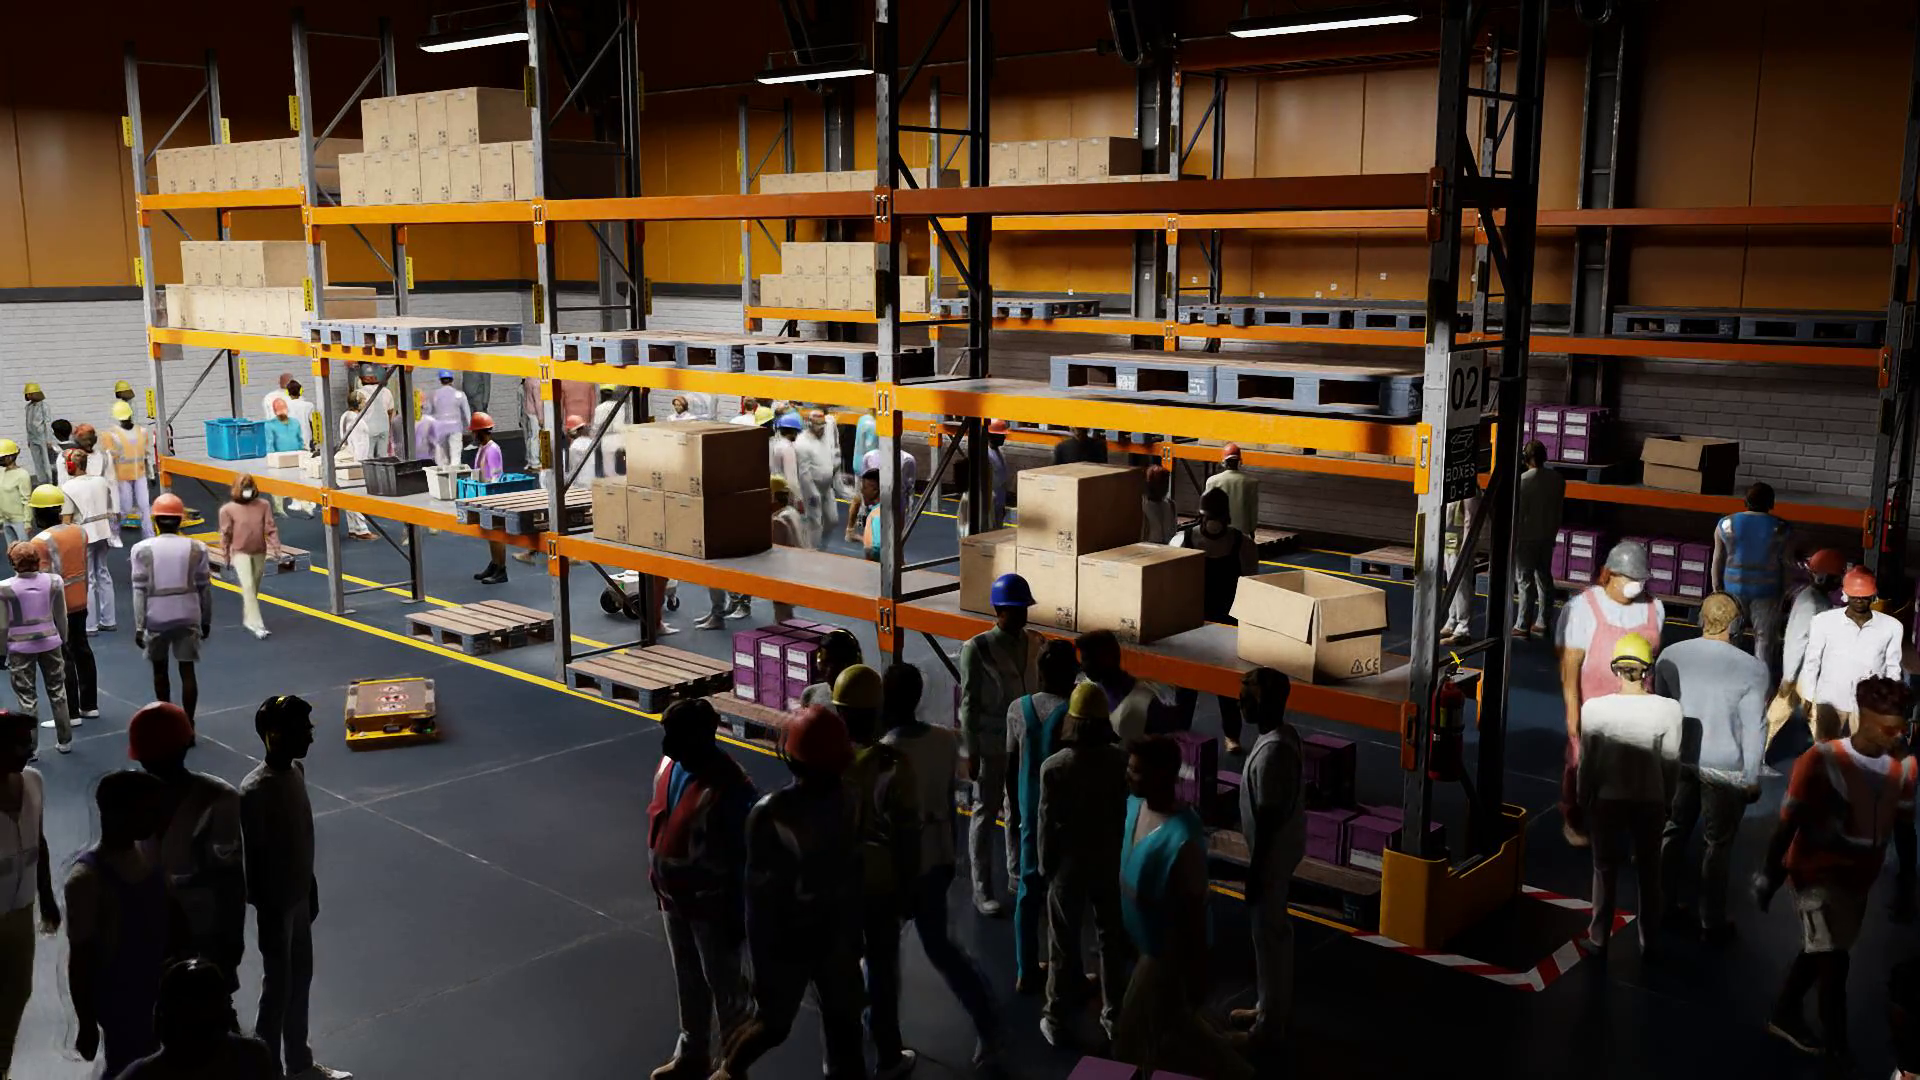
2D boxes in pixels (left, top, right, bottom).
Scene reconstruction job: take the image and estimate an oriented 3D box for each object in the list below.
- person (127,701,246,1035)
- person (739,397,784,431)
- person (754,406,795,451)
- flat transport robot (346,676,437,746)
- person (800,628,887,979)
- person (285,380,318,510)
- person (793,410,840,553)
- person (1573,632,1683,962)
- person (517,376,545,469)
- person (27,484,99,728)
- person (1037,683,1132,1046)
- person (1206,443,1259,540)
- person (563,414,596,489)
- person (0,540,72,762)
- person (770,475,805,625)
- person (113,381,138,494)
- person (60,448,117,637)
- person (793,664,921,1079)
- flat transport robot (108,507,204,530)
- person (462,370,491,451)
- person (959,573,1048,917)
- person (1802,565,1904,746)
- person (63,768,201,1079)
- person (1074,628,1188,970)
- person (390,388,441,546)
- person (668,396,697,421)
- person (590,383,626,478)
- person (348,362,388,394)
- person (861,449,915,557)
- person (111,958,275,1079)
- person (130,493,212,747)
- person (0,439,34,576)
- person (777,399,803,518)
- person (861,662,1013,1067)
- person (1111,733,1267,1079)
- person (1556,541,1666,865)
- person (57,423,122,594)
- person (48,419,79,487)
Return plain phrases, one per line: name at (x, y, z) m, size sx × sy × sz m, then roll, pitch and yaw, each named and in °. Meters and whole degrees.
person at (-3.259, 1.603, 6.956) m, size 0.548 × 1.927 × 0.390 m, roll 0°, pitch 10°, yaw 3°
person at (-2.698, -1.220, 22.587) m, size 0.689 × 2.000 × 0.602 m, roll -6°, pitch 12°, yaw -32°
person at (-2.215, -0.661, 19.825) m, size 0.625 × 1.898 × 0.618 m, roll 0°, pitch 10°, yaw -3°
flat transport robot at (-4.505, 1.326, 13.195) m, size 0.652 × 0.197 × 1.431 m, roll -3°, pitch 11°, yaw -18°
person at (-0.596, 1.359, 8.527) m, size 0.509 × 1.862 × 0.327 m, roll 4°, pitch 11°, yaw 21°
person at (-9.536, -1.363, 23.903) m, size 0.566 × 1.862 × 0.336 m, roll -8°, pitch 13°, yaw -39°
person at (-1.648, -0.574, 19.369) m, size 0.458 × 1.889 × 0.657 m, roll 6°, pitch 12°, yaw 31°
person at (3.517, 1.360, 8.791) m, size 0.523 × 1.763 × 0.329 m, roll 1°, pitch 10°, yaw 7°
person at (-7.250, -2.047, 28.142) m, size 0.492 × 1.731 × 0.324 m, roll 1°, pitch 10°, yaw 4°
person at (-7.073, 0.519, 13.072) m, size 0.371 × 1.929 × 0.585 m, roll 1°, pitch 10°, yaw 8°
person at (0.599, 1.532, 7.907) m, size 0.487 × 1.735 × 0.339 m, roll -2°, pitch 10°, yaw -10°
person at (2.812, -0.137, 17.320) m, size 0.564 × 1.743 × 0.352 m, roll 0°, pitch 10°, yaw 1°
person at (-4.597, -0.683, 20.433) m, size 0.529 × 1.731 × 0.571 m, roll 2°, pitch 10°, yaw 9°
person at (-6.814, 0.811, 12.238) m, size 0.308 × 1.641 × 0.514 m, roll 8°, pitch 13°, yaw 38°
person at (-1.544, 0.352, 14.426) m, size 0.416 × 1.798 × 0.677 m, roll 1°, pitch 10°, yaw 8°
person at (-12.739, -1.573, 25.459) m, size 0.483 × 1.737 × 0.321 m, roll 8°, pitch 13°, yaw 38°
person at (-8.439, 0.028, 16.108) m, size 0.388 × 1.837 × 0.561 m, roll 3°, pitch 10°, yaw 14°
person at (-0.455, 1.505, 7.503) m, size 0.587 × 1.928 × 0.362 m, roll 2°, pitch 10°, yaw 14°
flat transport robot at (-11.010, -0.302, 22.395) m, size 1.431 × 0.197 × 0.652 m, roll 3°, pitch 10°, yaw 15°
person at (-8.956, -2.588, 30.706) m, size 0.644 × 1.907 × 0.408 m, roll 6°, pitch 12°, yaw 30°
person at (0.268, 1.146, 9.466) m, size 0.605 × 1.951 × 0.381 m, roll -7°, pitch 12°, yaw -36°
person at (5.738, 1.023, 10.719) m, size 0.573 × 1.749 × 0.338 m, roll 4°, pitch 11°, yaw 21°
person at (-3.077, 1.762, 6.407) m, size 0.815 × 1.807 × 0.498 m, roll 0°, pitch 10°, yaw -2°
person at (0.912, 1.355, 8.711) m, size 0.758 × 1.800 × 0.406 m, roll 9°, pitch 13°, yaw 40°
person at (-6.938, -0.961, 21.273) m, size 0.624 × 2.005 × 0.898 m, roll -1°, pitch 10°, yaw -4°
person at (-4.005, -1.266, 24.025) m, size 0.515 × 1.629 × 0.309 m, roll 5°, pitch 11°, yaw 26°
person at (-4.963, -1.308, 23.476) m, size 0.428 × 1.898 × 0.617 m, roll 3°, pitch 11°, yaw 17°
person at (-10.551, -2.460, 29.602) m, size 0.687 × 2.000 × 0.538 m, roll -8°, pitch 13°, yaw -36°
person at (-0.770, -0.327, 17.853) m, size 0.584 × 1.930 × 0.370 m, roll 0°, pitch 10°, yaw -1°
person at (-2.186, 2.053, 4.823) m, size 0.987 × 1.785 × 0.512 m, roll 7°, pitch 12°, yaw 36°
person at (-6.032, 0.592, 12.748) m, size 0.559 × 1.892 × 0.861 m, roll -6°, pitch 12°, yaw -31°
person at (-10.016, -0.198, 17.618) m, size 0.524 × 1.761 × 0.339 m, roll 5°, pitch 11°, yaw 28°
person at (-2.243, -1.004, 21.747) m, size 0.399 × 1.908 × 0.643 m, roll -1°, pitch 10°, yaw -4°
person at (-0.158, 1.508, 7.672) m, size 0.890 × 1.881 × 0.616 m, roll 8°, pitch 13°, yaw 38°
person at (0.885, 1.664, 6.924) m, size 0.897 × 1.813 × 0.574 m, roll -2°, pitch 10°, yaw -13°
person at (4.009, 0.981, 10.143) m, size 0.700 × 2.000 × 0.941 m, roll 0°, pitch 10°, yaw -2°
person at (-9.411, -0.331, 18.037) m, size 0.501 × 1.868 × 0.594 m, roll 10°, pitch 14°, yaw 44°
person at (-10.823, -0.629, 20.228) m, size 0.322 × 1.693 × 0.535 m, roll 4°, pitch 11°, yaw 21°
